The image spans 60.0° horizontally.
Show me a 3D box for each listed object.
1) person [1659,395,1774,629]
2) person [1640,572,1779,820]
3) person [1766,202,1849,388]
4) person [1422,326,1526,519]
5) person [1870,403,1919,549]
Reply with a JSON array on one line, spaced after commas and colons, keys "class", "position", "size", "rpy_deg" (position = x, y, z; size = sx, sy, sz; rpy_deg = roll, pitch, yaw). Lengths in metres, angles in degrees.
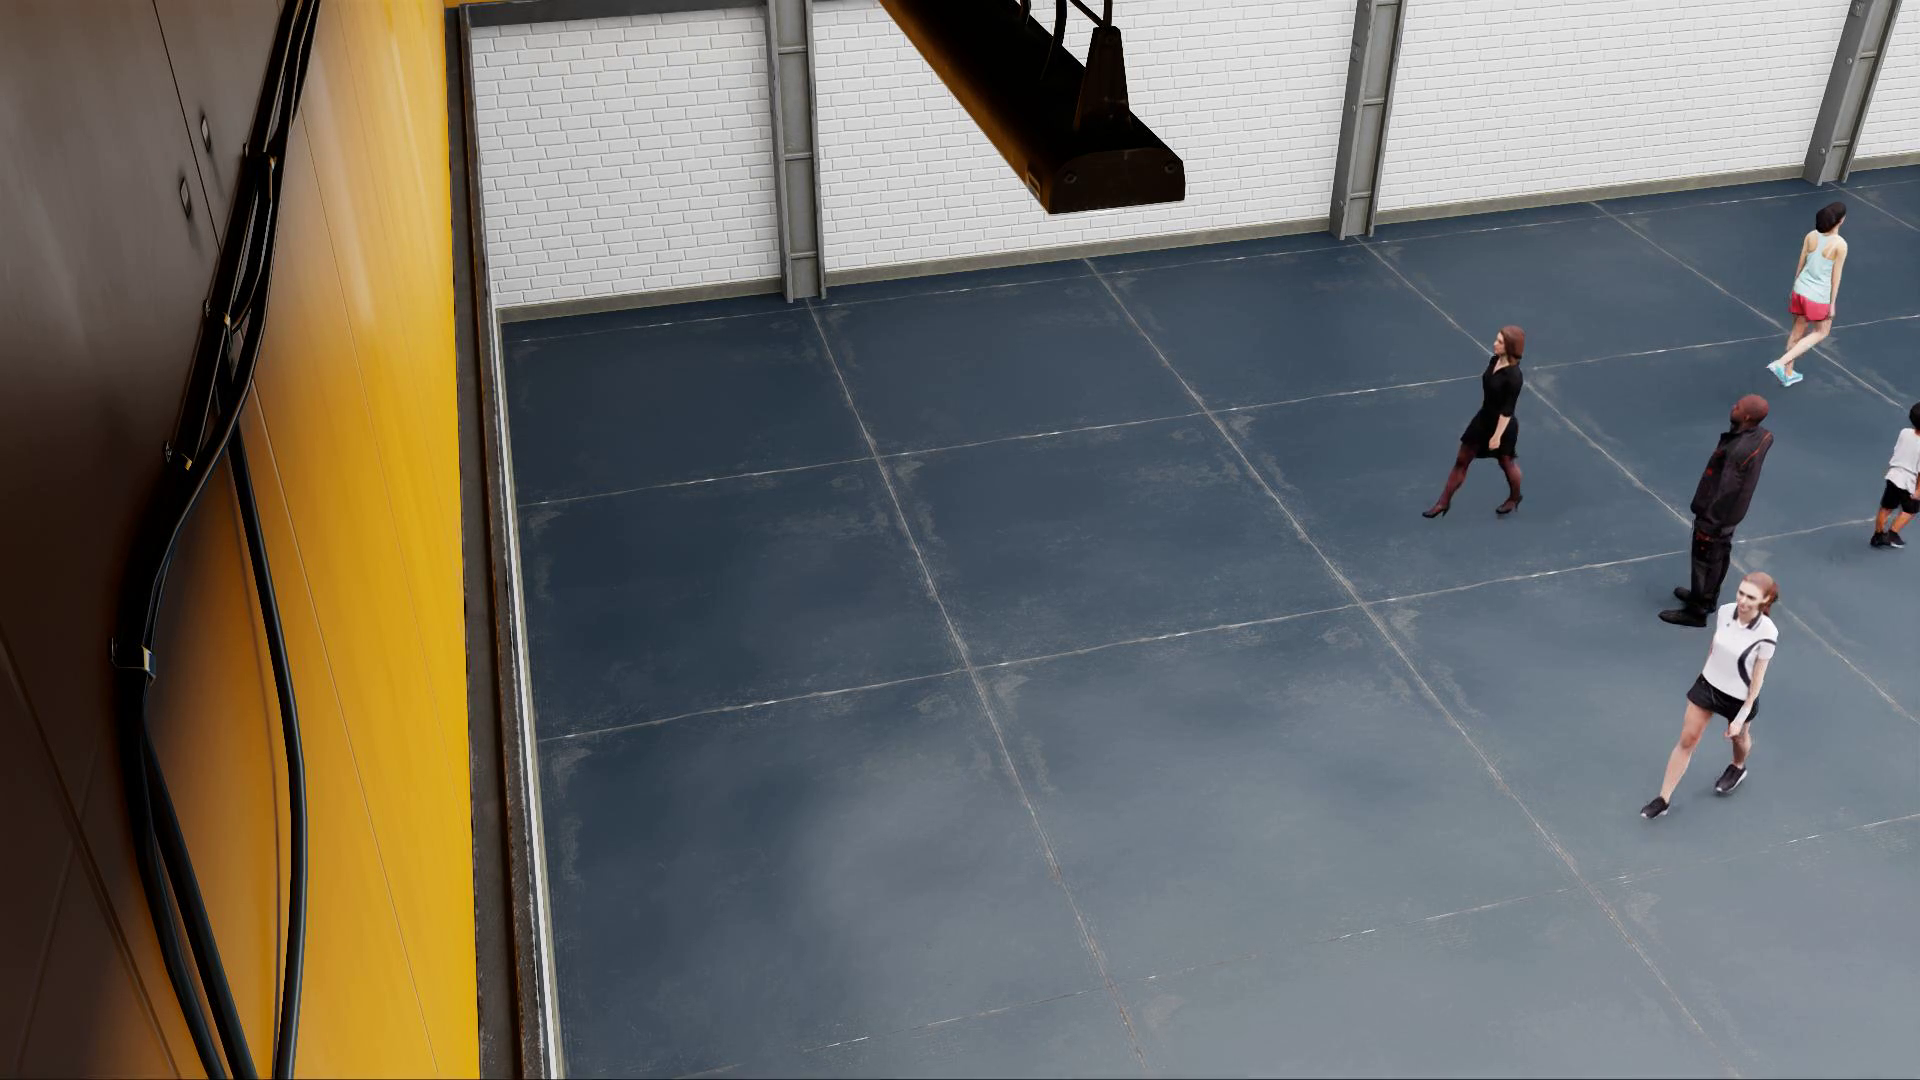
[{"class": "person", "position": [5.363, -0.214, 11.670], "size": [0.854, 1.827, 0.765], "rpy_deg": [23, 40, 30]}, {"class": "person", "position": [4.707, 0.923, 10.071], "size": [1.234, 1.702, 0.887], "rpy_deg": [-22, 40, -30]}, {"class": "person", "position": [7.422, -2.103, 14.576], "size": [0.845, 1.757, 0.690], "rpy_deg": [-15, 36, -21]}, {"class": "person", "position": [4.193, -0.852, 12.786], "size": [1.050, 1.653, 0.621], "rpy_deg": [-7, 34, -10]}, {"class": "person", "position": [7.113, -0.475, 12.579], "size": [0.503, 1.255, 0.506], "rpy_deg": [-10, 35, -14]}]
